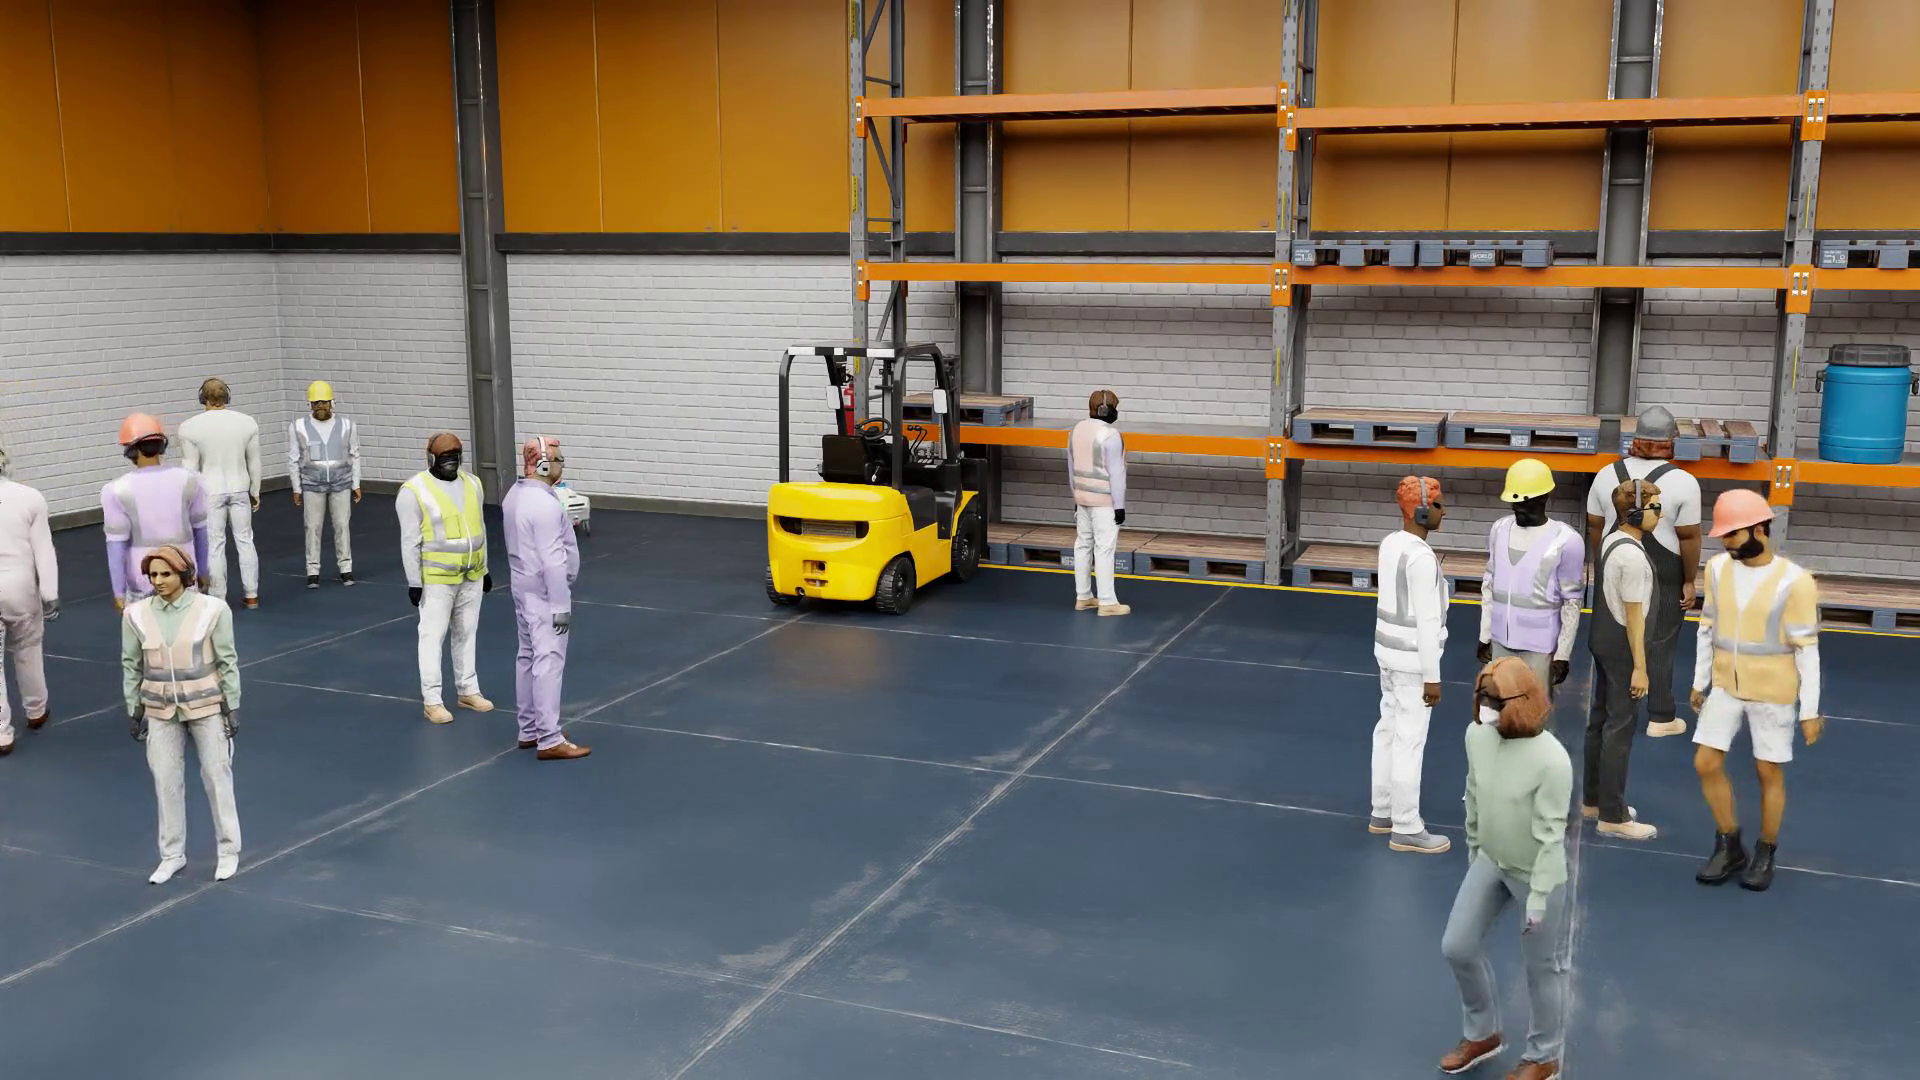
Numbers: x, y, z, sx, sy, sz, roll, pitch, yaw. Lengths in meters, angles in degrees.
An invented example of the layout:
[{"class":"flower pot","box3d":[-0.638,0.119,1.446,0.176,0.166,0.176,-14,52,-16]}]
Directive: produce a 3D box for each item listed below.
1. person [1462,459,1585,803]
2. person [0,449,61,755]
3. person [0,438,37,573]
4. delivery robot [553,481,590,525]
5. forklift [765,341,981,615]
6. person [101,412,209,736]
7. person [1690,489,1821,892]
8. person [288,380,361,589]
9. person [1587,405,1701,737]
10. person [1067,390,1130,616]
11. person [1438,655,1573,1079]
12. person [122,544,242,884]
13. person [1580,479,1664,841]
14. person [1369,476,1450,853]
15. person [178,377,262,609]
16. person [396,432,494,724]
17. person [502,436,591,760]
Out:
[{"class":"person","box3d":[2.971,0.520,8.768,0.380,1.917,0.585,-7,12,-33]},{"class":"person","box3d":[-5.835,0.307,10.072,0.683,1.864,0.920,-5,11,-26]},{"class":"person","box3d":[-8.689,-0.512,14.885,0.908,1.795,0.593,-6,12,-29]},{"class":"delivery robot","box3d":[-4.138,-0.371,17.248,0.477,0.478,0.707,-9,13,-39]},{"class":"forklift","box3d":[-0.739,-0.602,14.246,1.214,2.155,2.313,4,11,21]},{"class":"person","box3d":[-4.900,0.218,10.238,0.615,2.008,0.956,-8,13,-37]},{"class":"person","box3d":[3.685,0.713,7.744,0.566,1.895,0.675,-7,12,-34]},{"class":"person","box3d":[-5.572,-0.491,14.634,0.593,1.832,0.403,-5,11,-26]},{"class":"person","box3d":[4.273,0.181,10.312,0.539,2.000,0.688,-9,13,-40]},{"class":"person","box3d":[1.146,-0.307,13.598,0.430,1.840,0.620,-6,12,-32]},{"class":"person","box3d":[1.951,1.191,5.885,0.483,1.608,0.508,-6,12,-29]},{"class":"person","box3d":[-3.677,0.821,7.893,0.527,1.632,0.315,-1,10,-6]},{"class":"person","box3d":[3.404,0.601,8.516,0.345,1.846,0.508,1,10,4]},{"class":"person","box3d":[2.263,0.615,8.336,0.355,1.882,0.576,-1,10,-7]},{"class":"person","box3d":[-6.047,-0.366,13.643,0.631,1.940,0.372,-9,14,-41]},{"class":"person","box3d":[-3.247,0.229,10.605,0.429,1.840,0.636,7,12,35]},{"class":"person","box3d":[-2.439,0.335,9.827,0.401,1.906,0.651,-7,12,-33]}]
